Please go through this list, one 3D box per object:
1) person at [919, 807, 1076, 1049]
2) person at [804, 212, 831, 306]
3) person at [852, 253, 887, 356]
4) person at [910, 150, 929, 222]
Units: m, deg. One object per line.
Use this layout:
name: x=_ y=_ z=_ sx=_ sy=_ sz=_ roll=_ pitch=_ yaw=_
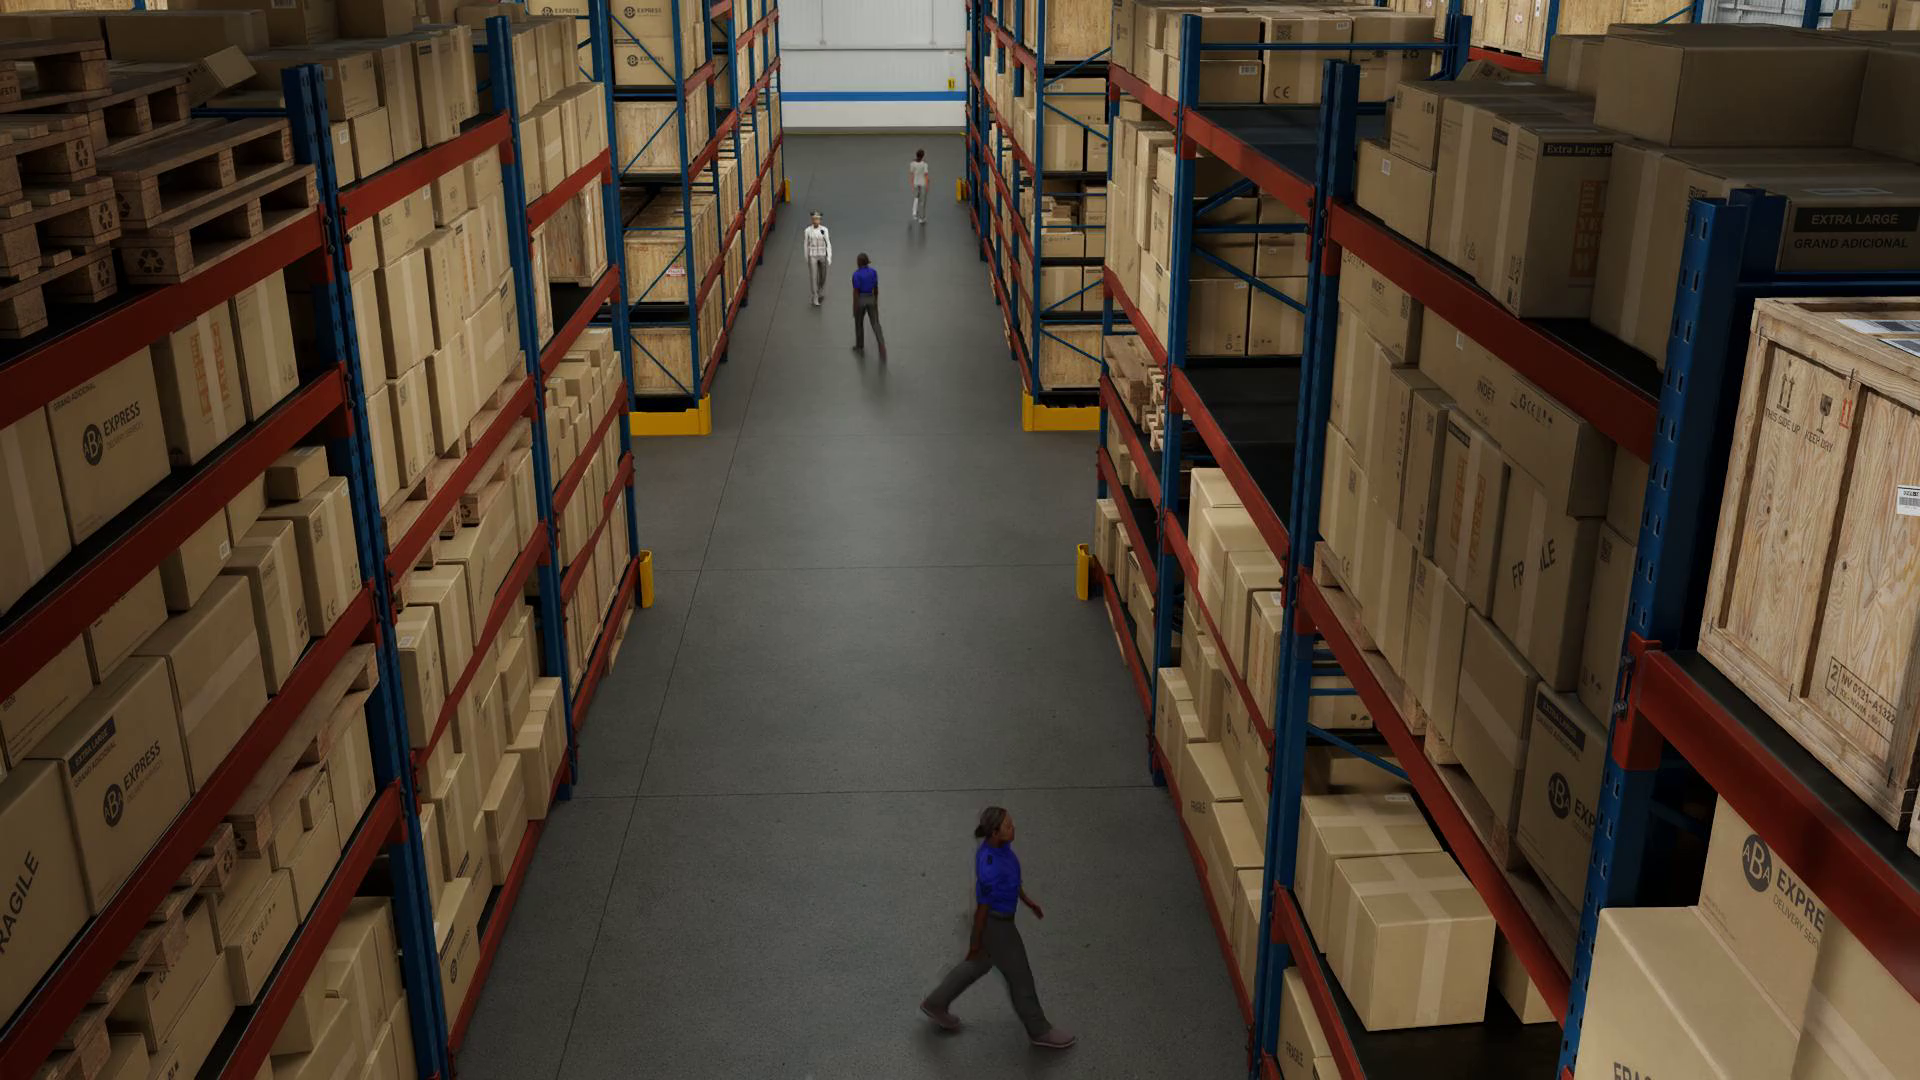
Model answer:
person: x=0.236 y=2.369 z=10.331 sx=0.991 sy=1.605 sz=0.471 roll=0 pitch=20 yaw=0
person: x=-2.614 y=-5.212 z=30.590 sx=0.489 sy=1.665 sz=0.898 roll=-4 pitch=21 yaw=-11
person: x=-1.514 y=-3.812 z=26.854 sx=0.449 sy=1.645 sz=0.842 roll=-8 pitch=22 yaw=-21
person: x=-0.925 y=-8.221 z=38.609 sx=0.444 sy=1.669 sz=0.472 roll=7 pitch=21 yaw=17
